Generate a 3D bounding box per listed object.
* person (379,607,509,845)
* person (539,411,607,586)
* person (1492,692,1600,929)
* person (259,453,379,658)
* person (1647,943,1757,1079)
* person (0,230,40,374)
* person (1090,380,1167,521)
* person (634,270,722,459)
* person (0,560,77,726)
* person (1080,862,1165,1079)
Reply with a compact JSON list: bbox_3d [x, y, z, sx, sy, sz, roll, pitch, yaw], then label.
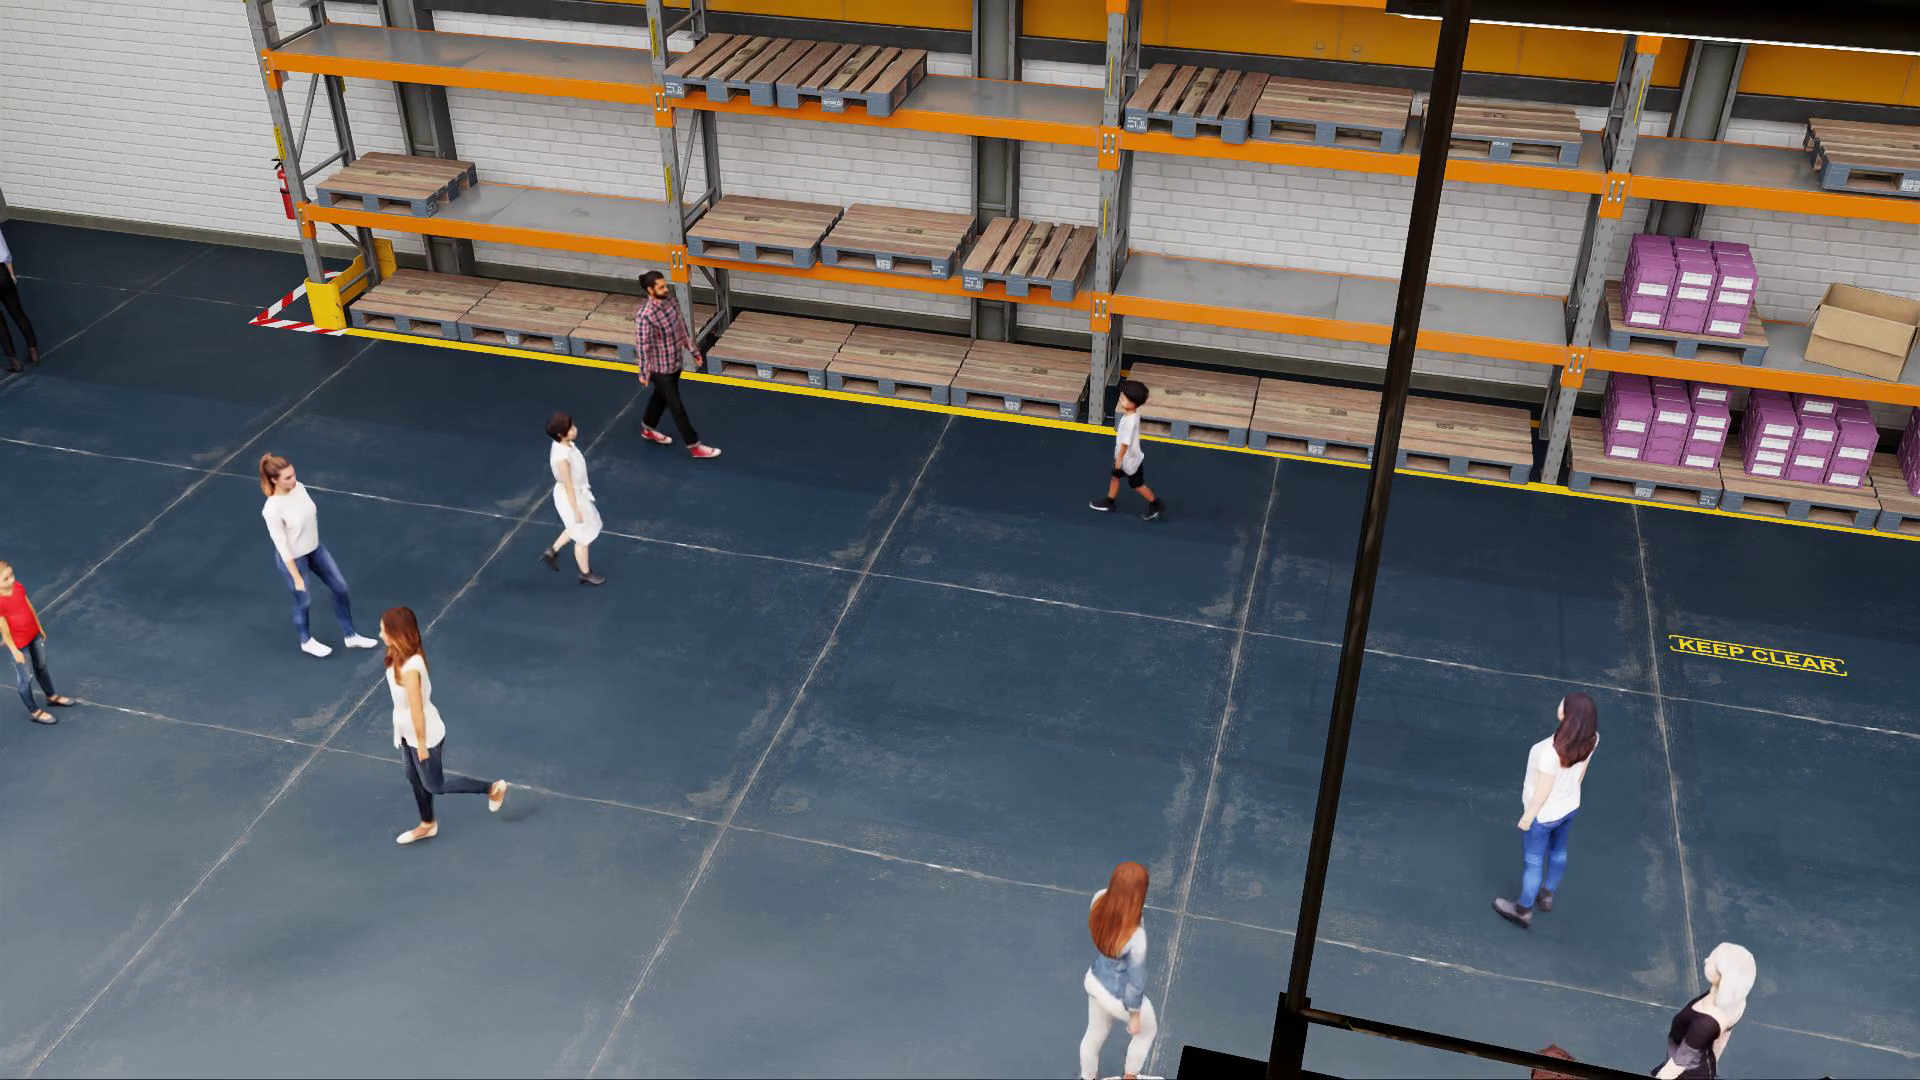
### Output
[{"bbox_3d":[-3.266,1.153,10.342,1.041,1.767,0.958,-15,37,-22],"label":"person"},{"bbox_3d":[-3.027,-0.284,12.706,0.853,1.544,0.743,-6,34,-10],"label":"person"},{"bbox_3d":[3.476,1.589,9.760,0.679,1.685,0.725,-20,39,-28],"label":"person"},{"bbox_3d":[-4.802,0.124,11.945,0.778,1.706,0.646,9,35,13],"label":"person"},{"bbox_3d":[3.585,2.693,8.011,1.236,1.782,0.908,24,40,31],"label":"person"},{"bbox_3d":[-9.139,-2.414,15.728,0.671,1.745,0.712,21,39,29],"label":"person"},{"bbox_3d":[1.444,-0.717,13.624,0.881,1.247,0.567,3,34,5],"label":"person"},{"bbox_3d":[-2.623,-1.535,14.431,1.081,1.717,0.722,10,35,15],"label":"person"},{"bbox_3d":[-6.480,0.679,11.470,0.507,1.308,0.493,6,34,8],"label":"person"},{"bbox_3d":[0.734,2.359,8.599,0.871,1.689,0.811,-18,38,-25],"label":"person"}]
